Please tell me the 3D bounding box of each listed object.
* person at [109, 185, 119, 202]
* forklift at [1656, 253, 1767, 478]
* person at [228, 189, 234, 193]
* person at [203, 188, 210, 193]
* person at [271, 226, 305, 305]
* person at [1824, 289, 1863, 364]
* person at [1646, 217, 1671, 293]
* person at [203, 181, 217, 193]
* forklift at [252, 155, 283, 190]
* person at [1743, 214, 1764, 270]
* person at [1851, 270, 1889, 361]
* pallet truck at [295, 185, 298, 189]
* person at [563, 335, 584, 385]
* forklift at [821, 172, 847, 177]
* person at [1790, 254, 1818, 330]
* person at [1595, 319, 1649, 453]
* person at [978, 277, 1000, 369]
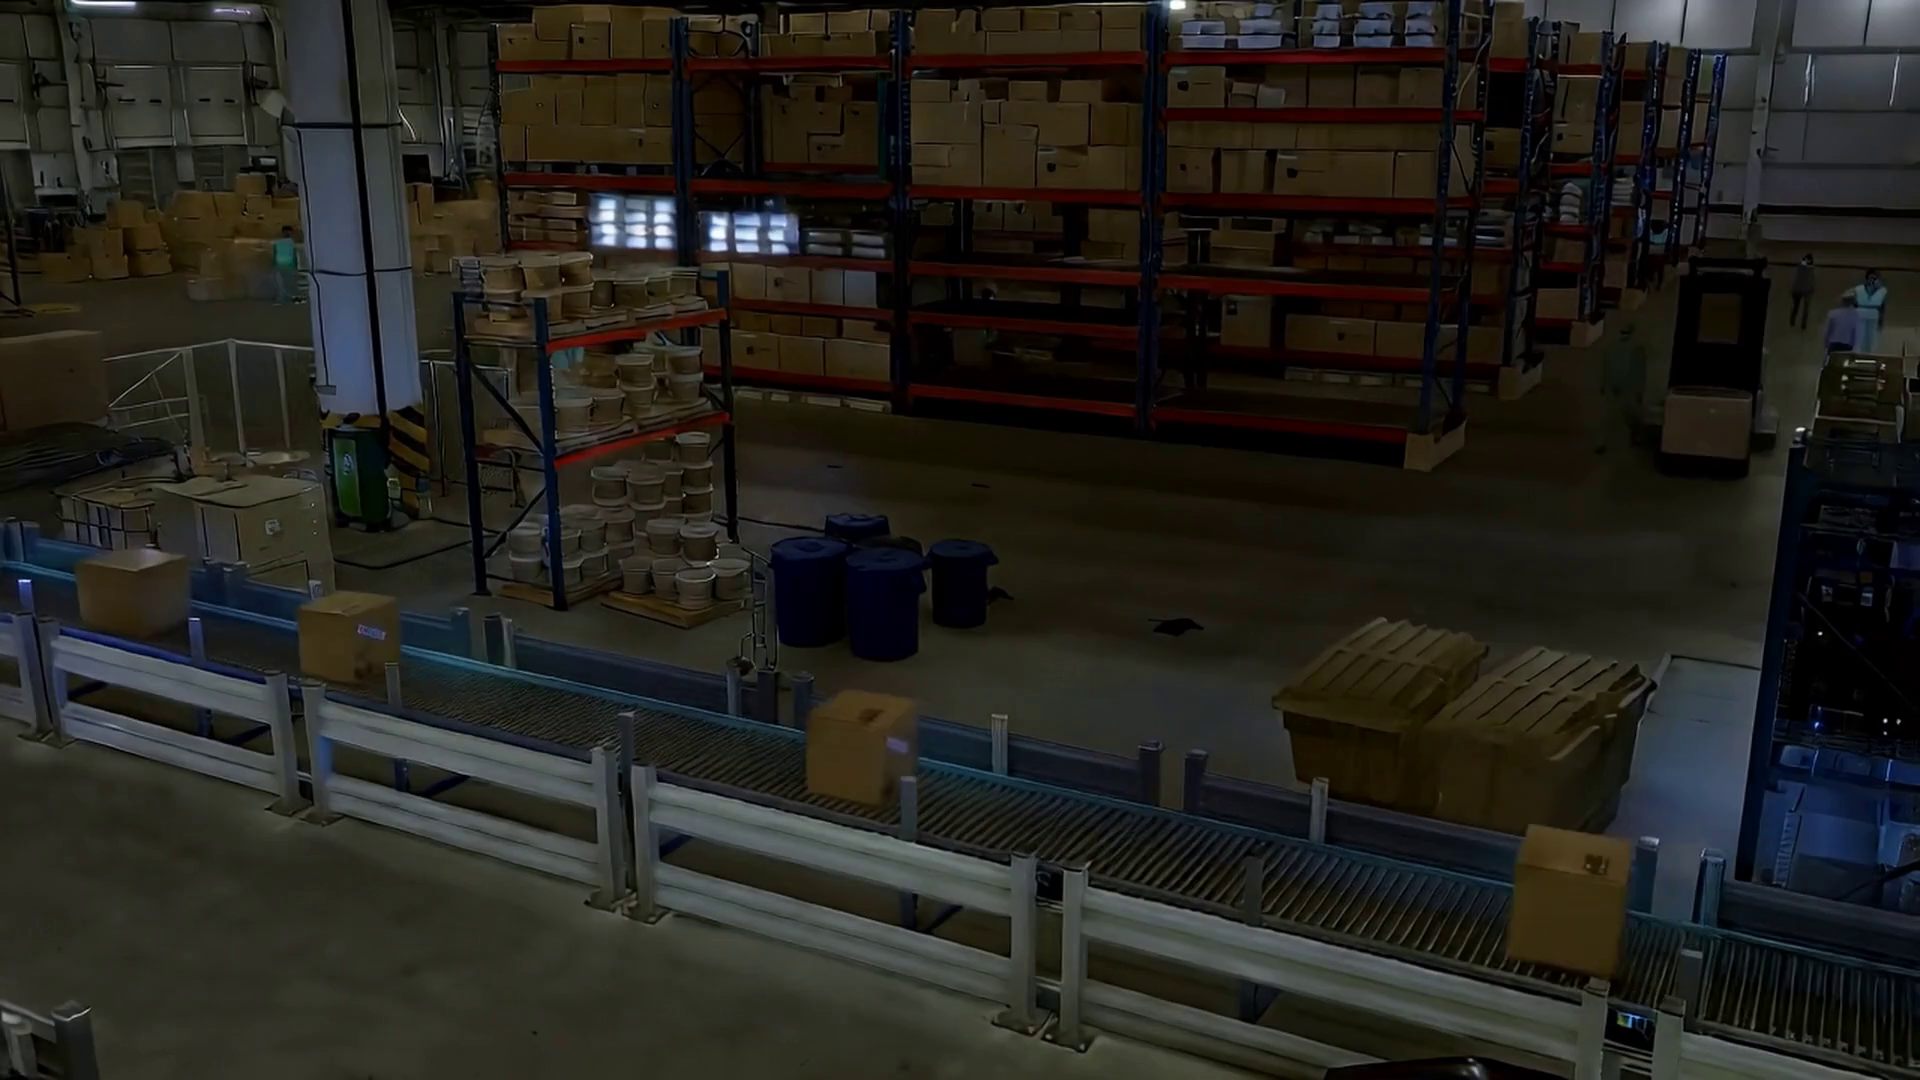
[{"bbox_3d":[-29.985,-11.660,58.949,0.568,1.830,0.535,-3,15,-12],"label":"person"},{"bbox_3d":[9.976,-2.360,21.971,1.129,2.768,1.873,7,16,25],"label":"forklift"},{"bbox_3d":[-25.342,-11.359,58.018,0.544,1.725,0.496,0,15,2],"label":"person"},{"bbox_3d":[-24.753,-10.663,55.008,0.626,1.927,0.545,8,17,26],"label":"person"},{"bbox_3d":[-16.032,-6.502,39.487,0.732,1.875,0.381,-5,16,-20],"label":"person"},{"bbox_3d":[14.658,-3.293,27.649,0.530,1.751,0.597,10,18,32],"label":"person"},{"bbox_3d":[17.650,-7.219,42.091,0.393,1.913,0.590,-12,19,-38],"label":"person"},{"bbox_3d":[-29.739,-13.437,66.005,0.538,1.623,0.382,-5,16,-18],"label":"person"},{"bbox_3d":[-24.902,-12.492,60.060,1.873,2.768,1.129,13,20,40],"label":"forklift"},{"bbox_3d":[22.591,-8.482,47.388,0.518,1.618,0.545,7,16,23],"label":"person"},{"bbox_3d":[16.389,-3.975,30.052,0.572,1.830,0.480,8,17,27],"label":"person"},{"bbox_3d":[-26.804,-14.617,69.738,1.885,1.965,0.823,-14,20,-42],"label":"pallet truck"},{"bbox_3d":[-6.096,-2.896,26.246,0.320,1.698,0.537,-1,15,-4],"label":"person"},{"bbox_3d":[-4.200,-11.419,56.027,1.129,2.768,1.873,8,17,28],"label":"forklift"},{"bbox_3d":[18.012,-5.323,35.575,0.514,1.599,0.827,4,15,15],"label":"person"},{"bbox_3d":[9.208,-2.149,23.104,0.646,1.877,0.718,13,20,41],"label":"person"},{"bbox_3d":[0.542,-3.788,29.151,0.376,1.934,0.547,8,17,28],"label":"person"}]
